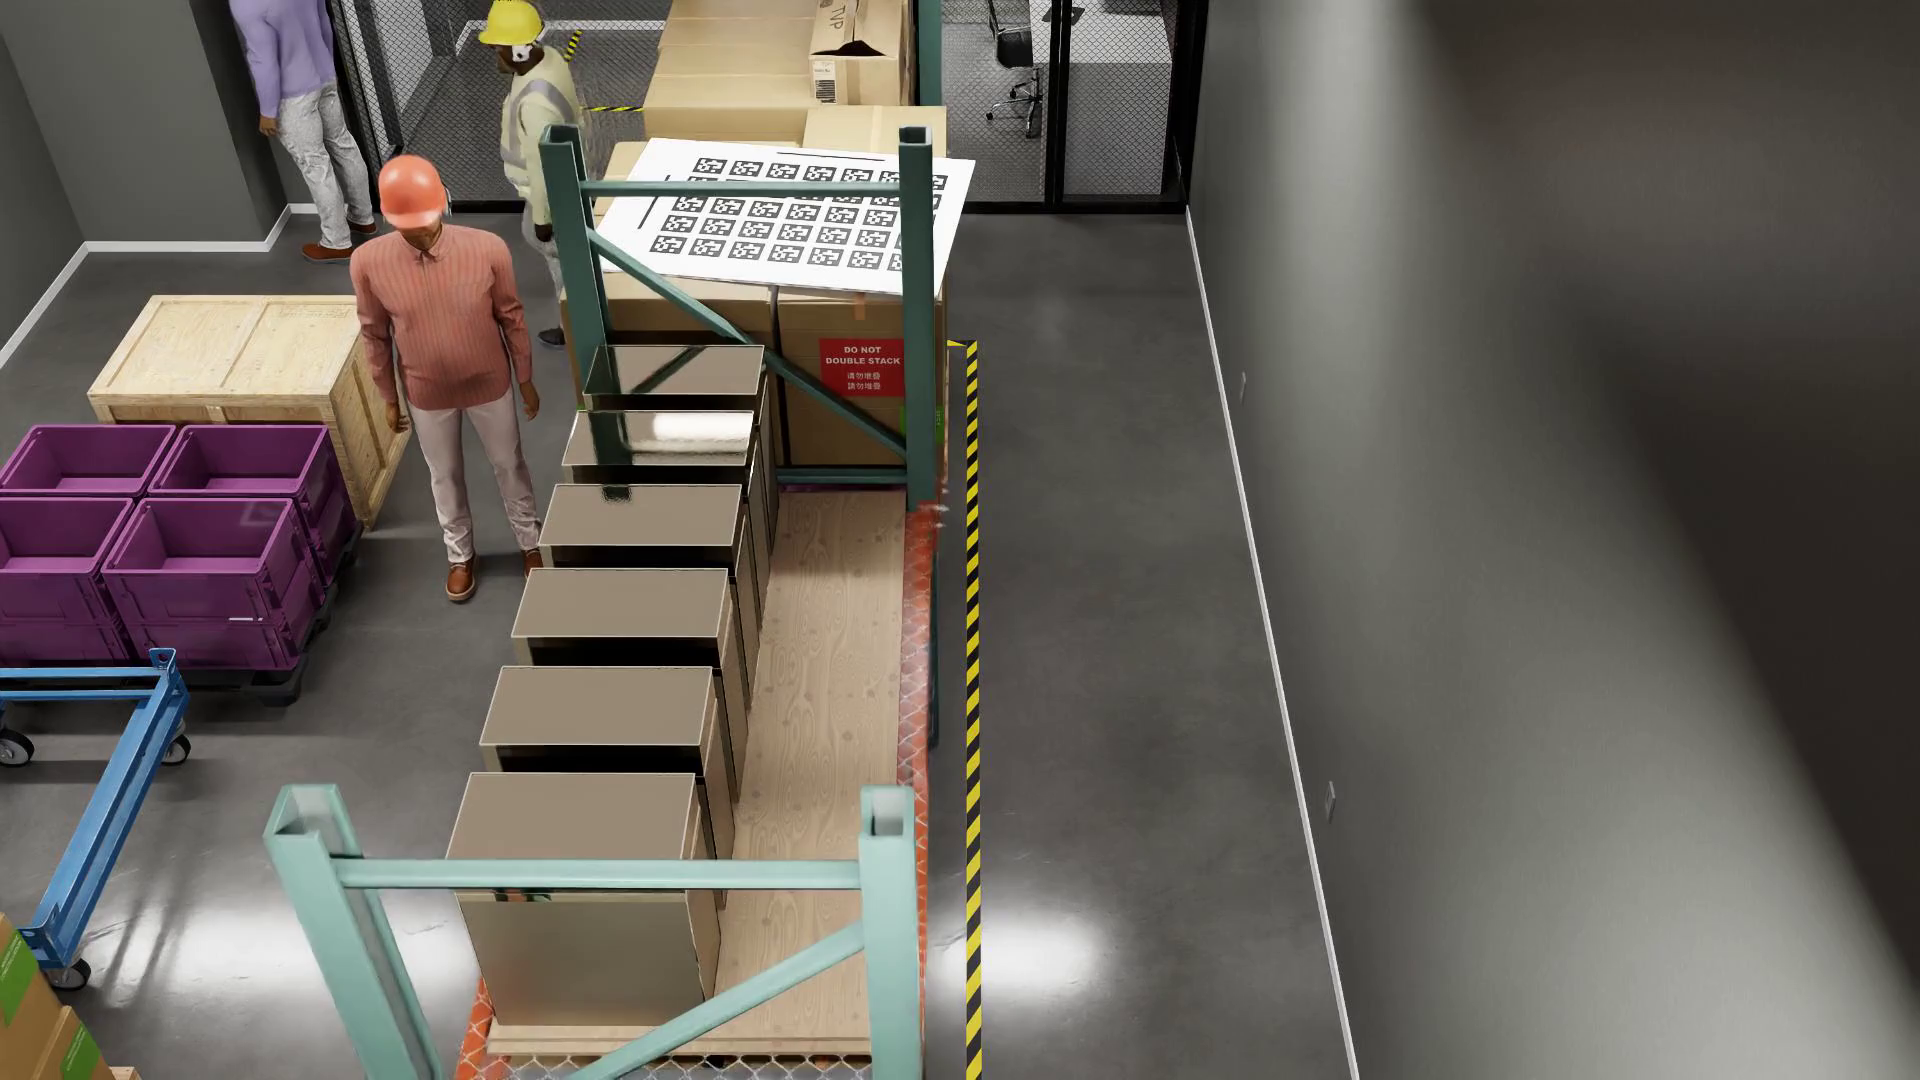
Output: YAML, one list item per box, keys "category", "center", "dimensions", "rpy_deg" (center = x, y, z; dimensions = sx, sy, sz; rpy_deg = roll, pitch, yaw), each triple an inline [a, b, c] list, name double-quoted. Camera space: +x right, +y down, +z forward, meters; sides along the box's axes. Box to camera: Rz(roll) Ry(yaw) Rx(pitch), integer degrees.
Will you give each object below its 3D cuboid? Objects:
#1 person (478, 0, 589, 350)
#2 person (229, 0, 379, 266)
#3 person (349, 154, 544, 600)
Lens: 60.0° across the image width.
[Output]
- category: "person"
  center: [-1.966, -1.713, 7.933]
  dimensions: [0.421, 1.818, 0.619]
  rpy_deg: [-5, 41, -6]
- category: "person"
  center: [-3.403, -2.333, 8.553]
  dimensions: [0.370, 1.940, 0.627]
  rpy_deg: [11, 42, 13]
- category: "person"
  center: [-1.980, -0.613, 6.545]
  dimensions: [0.622, 1.993, 0.384]
  rpy_deg: [-10, 42, -11]
